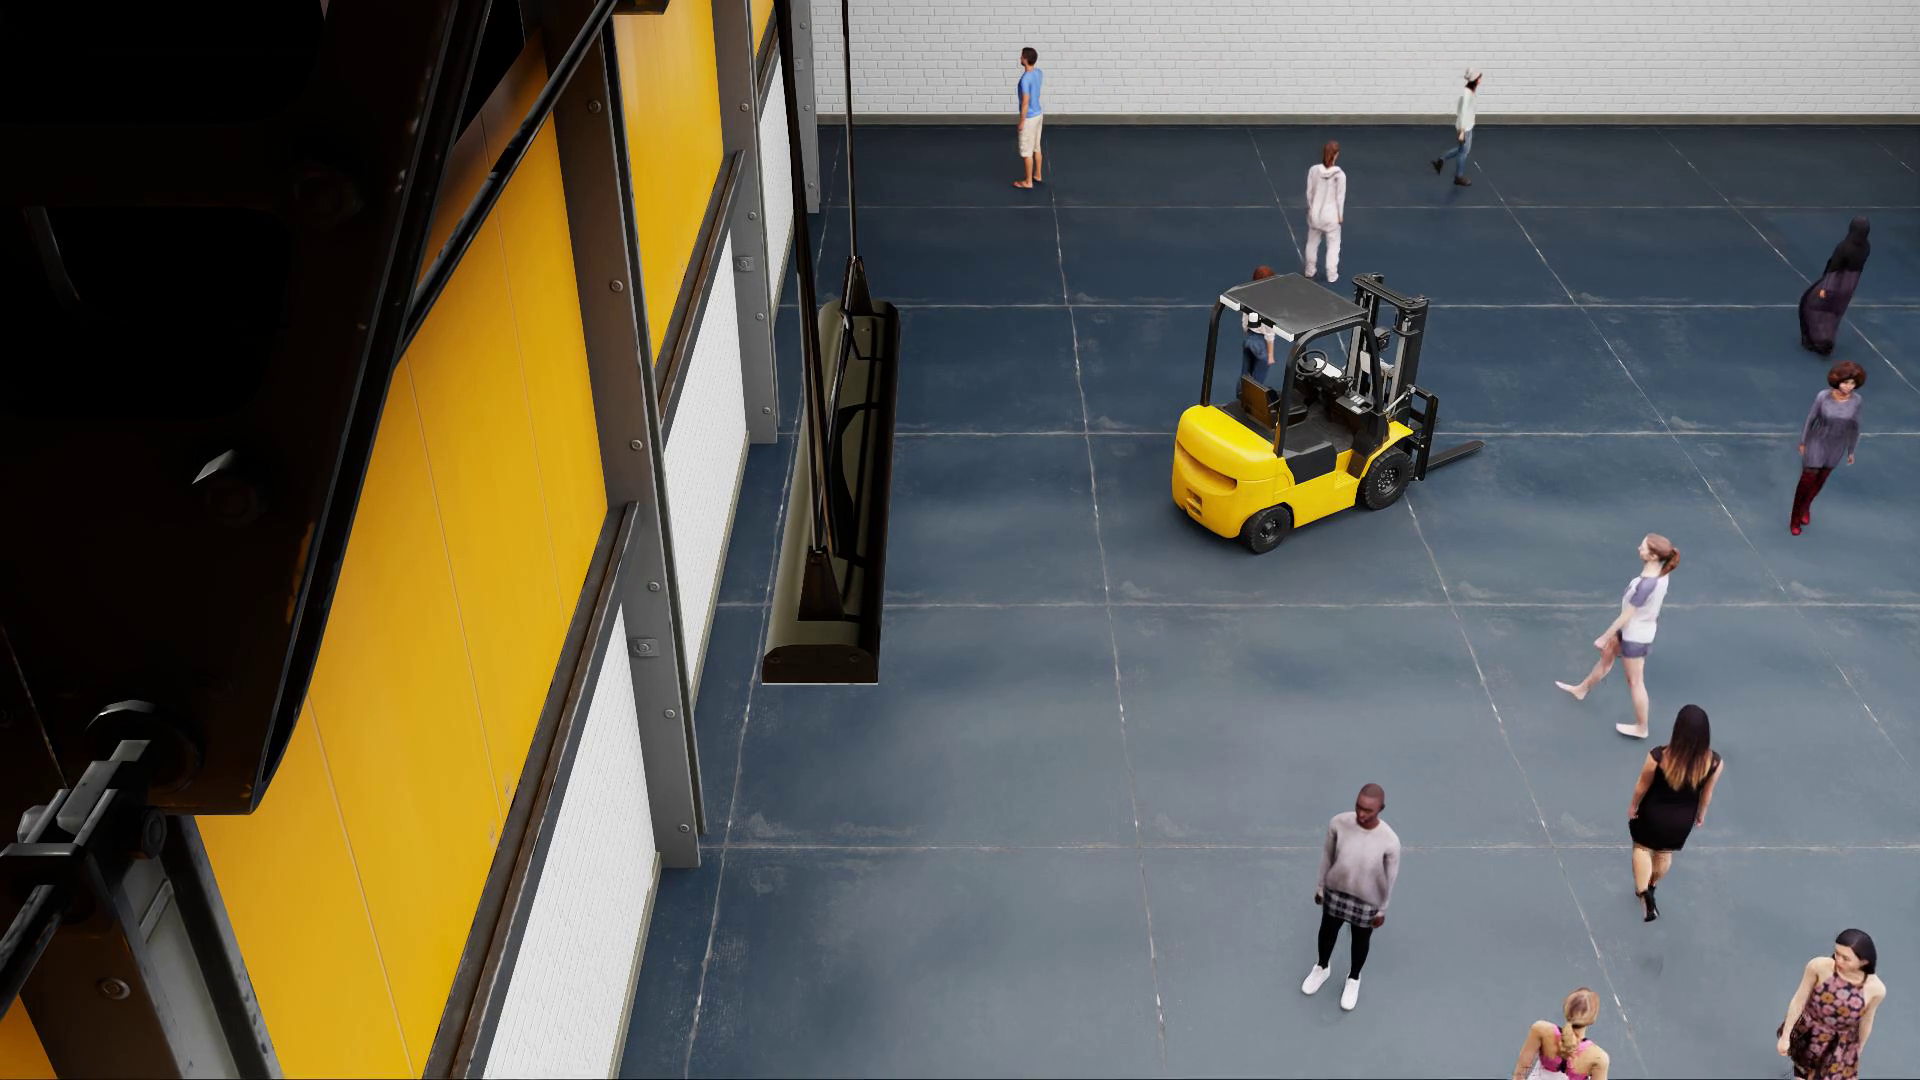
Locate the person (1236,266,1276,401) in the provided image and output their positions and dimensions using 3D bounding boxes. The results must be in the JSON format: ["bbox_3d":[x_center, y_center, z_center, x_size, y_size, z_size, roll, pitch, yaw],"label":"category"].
[{"bbox_3d":[2.999,-1.964,16.790,0.713,1.728,0.602,-18,37,-24],"label":"person"}]

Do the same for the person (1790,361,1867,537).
[{"bbox_3d":[7.894,-0.890,15.207,0.674,1.692,0.767,6,34,8],"label":"person"}]

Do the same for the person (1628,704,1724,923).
[{"bbox_3d":[4.710,1.884,11.026,0.710,1.700,0.872,4,34,6],"label":"person"}]

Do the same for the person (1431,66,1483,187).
[{"bbox_3d":[6.685,-5.551,22.272,0.810,1.635,0.844,11,35,16],"label":"person"}]

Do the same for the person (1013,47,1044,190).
[{"bbox_3d":[0.940,-5.642,22.203,0.792,1.862,0.666,17,37,24],"label":"person"}]

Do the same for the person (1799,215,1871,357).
[{"bbox_3d":[9.591,-2.742,18.069,0.714,1.609,0.798,-9,35,-14],"label":"person"}]

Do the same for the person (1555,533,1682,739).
[{"bbox_3d":[5.234,0.769,12.675,1.026,1.733,1.042,21,39,29],"label":"person"}]

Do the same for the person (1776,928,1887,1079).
[{"bbox_3d":[4.950,2.826,9.578,1.049,1.735,1.278,18,38,25],"label":"person"}]

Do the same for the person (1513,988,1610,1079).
[{"bbox_3d":[3.165,3.173,9.031,1.027,1.762,1.149,24,40,31],"label":"person"}]

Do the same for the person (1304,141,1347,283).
[{"bbox_3d":[4.287,-3.869,19.700,0.777,1.680,0.799,23,40,30],"label":"person"}]

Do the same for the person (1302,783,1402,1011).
[{"bbox_3d":[2.483,2.216,10.463,0.693,1.771,0.687,17,37,24],"label":"person"}]
